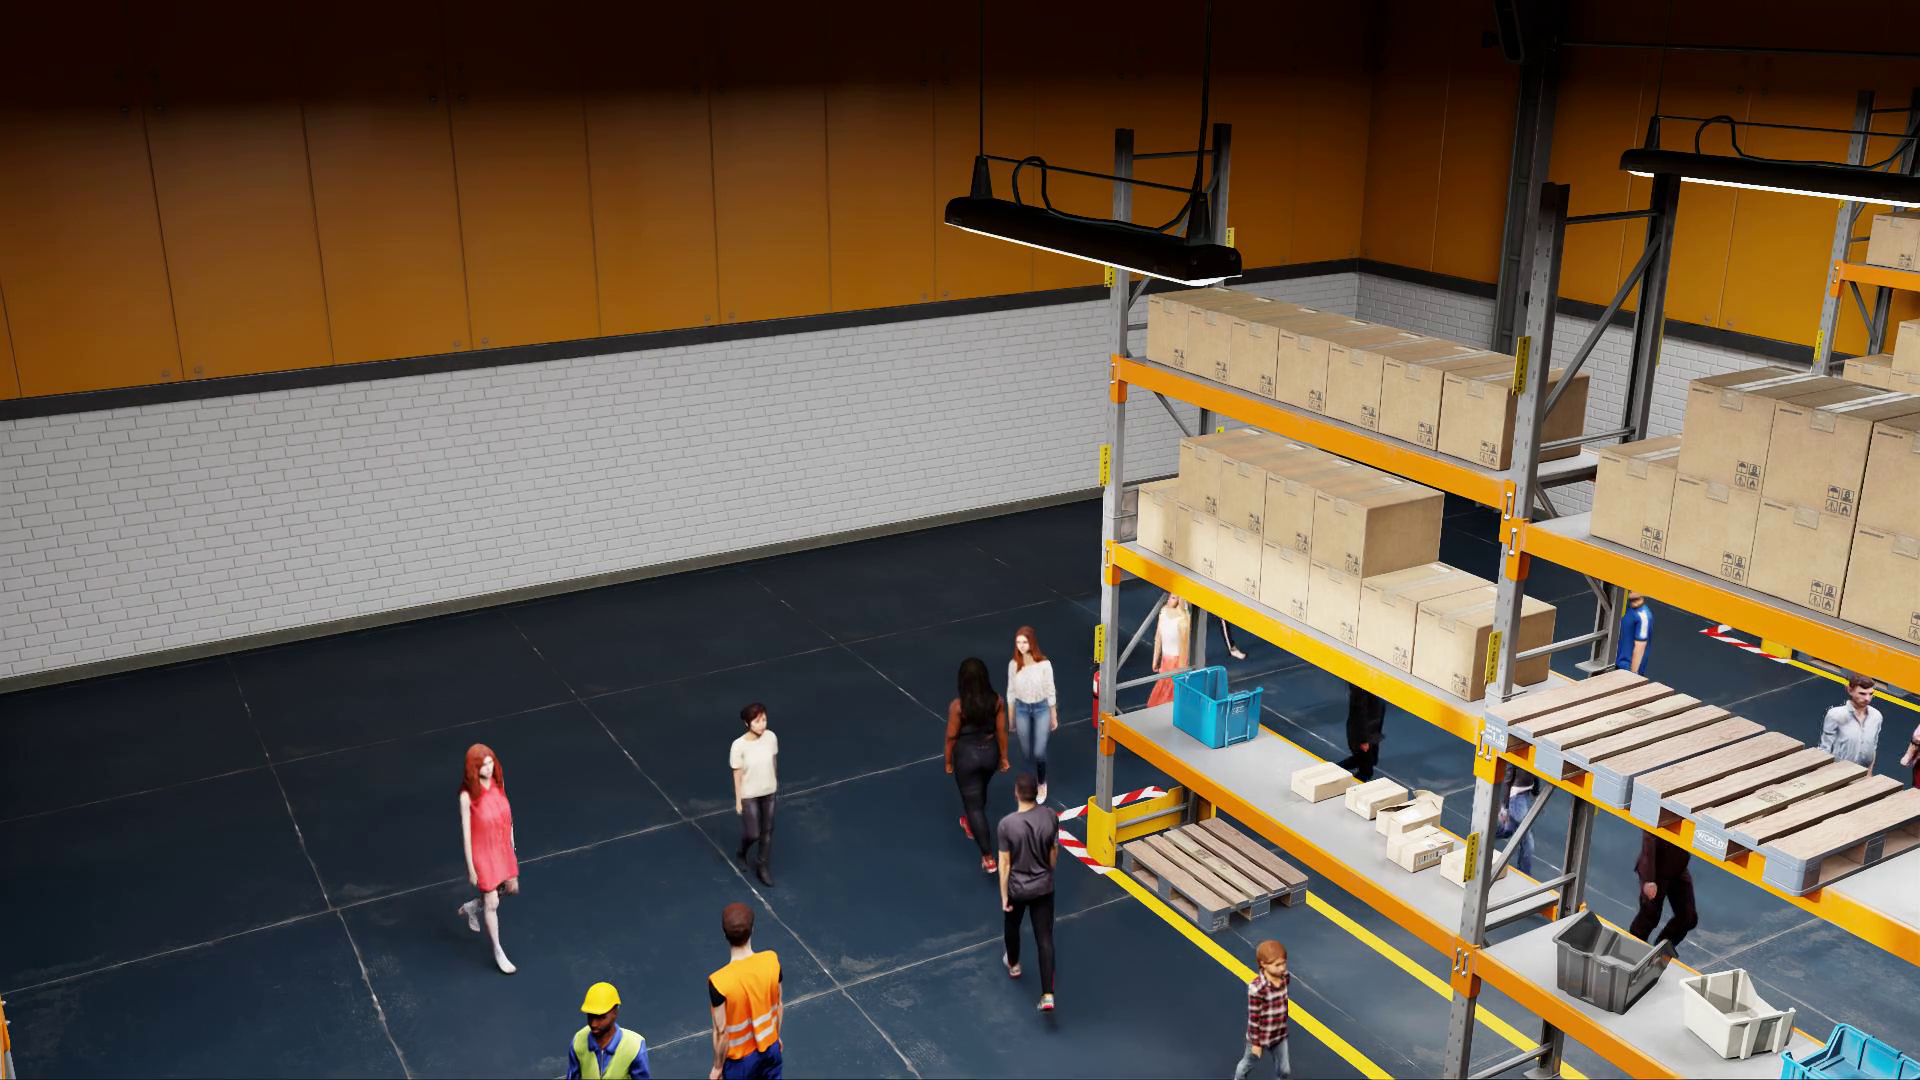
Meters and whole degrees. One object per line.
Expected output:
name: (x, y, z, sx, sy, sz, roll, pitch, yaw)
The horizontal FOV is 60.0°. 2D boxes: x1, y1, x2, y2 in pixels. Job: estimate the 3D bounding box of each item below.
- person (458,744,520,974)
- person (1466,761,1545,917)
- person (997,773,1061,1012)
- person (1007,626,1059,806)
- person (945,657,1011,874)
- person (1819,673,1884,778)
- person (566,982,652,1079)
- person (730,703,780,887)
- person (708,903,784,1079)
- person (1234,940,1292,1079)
person: (-3.534, 2.321, 12.300, 0.970, 1.815, 0.825, 12, 22, 31)
person: (4.327, 2.058, 13.178, 1.239, 1.754, 0.855, 15, 24, 38)
person: (0.525, 2.527, 11.828, 0.897, 1.727, 1.239, -3, 19, -9)
person: (0.673, 1.530, 14.821, 0.749, 1.706, 0.811, 6, 19, 17)
person: (0.155, 1.885, 13.678, 0.815, 1.762, 1.289, -6, 20, -18)
person: (7.136, 1.917, 13.451, 0.745, 1.847, 0.731, -1, 19, -3)
person: (-1.966, 3.303, 9.388, 0.758, 1.813, 0.789, 2, 19, 7)
person: (-1.686, 2.046, 13.490, 0.652, 1.579, 0.693, -14, 23, -36)
person: (-1.256, 3.061, 10.002, 0.722, 1.881, 0.683, -15, 24, -38)
person: (1.929, 3.132, 10.740, 0.547, 1.274, 0.852, -11, 22, -31)
